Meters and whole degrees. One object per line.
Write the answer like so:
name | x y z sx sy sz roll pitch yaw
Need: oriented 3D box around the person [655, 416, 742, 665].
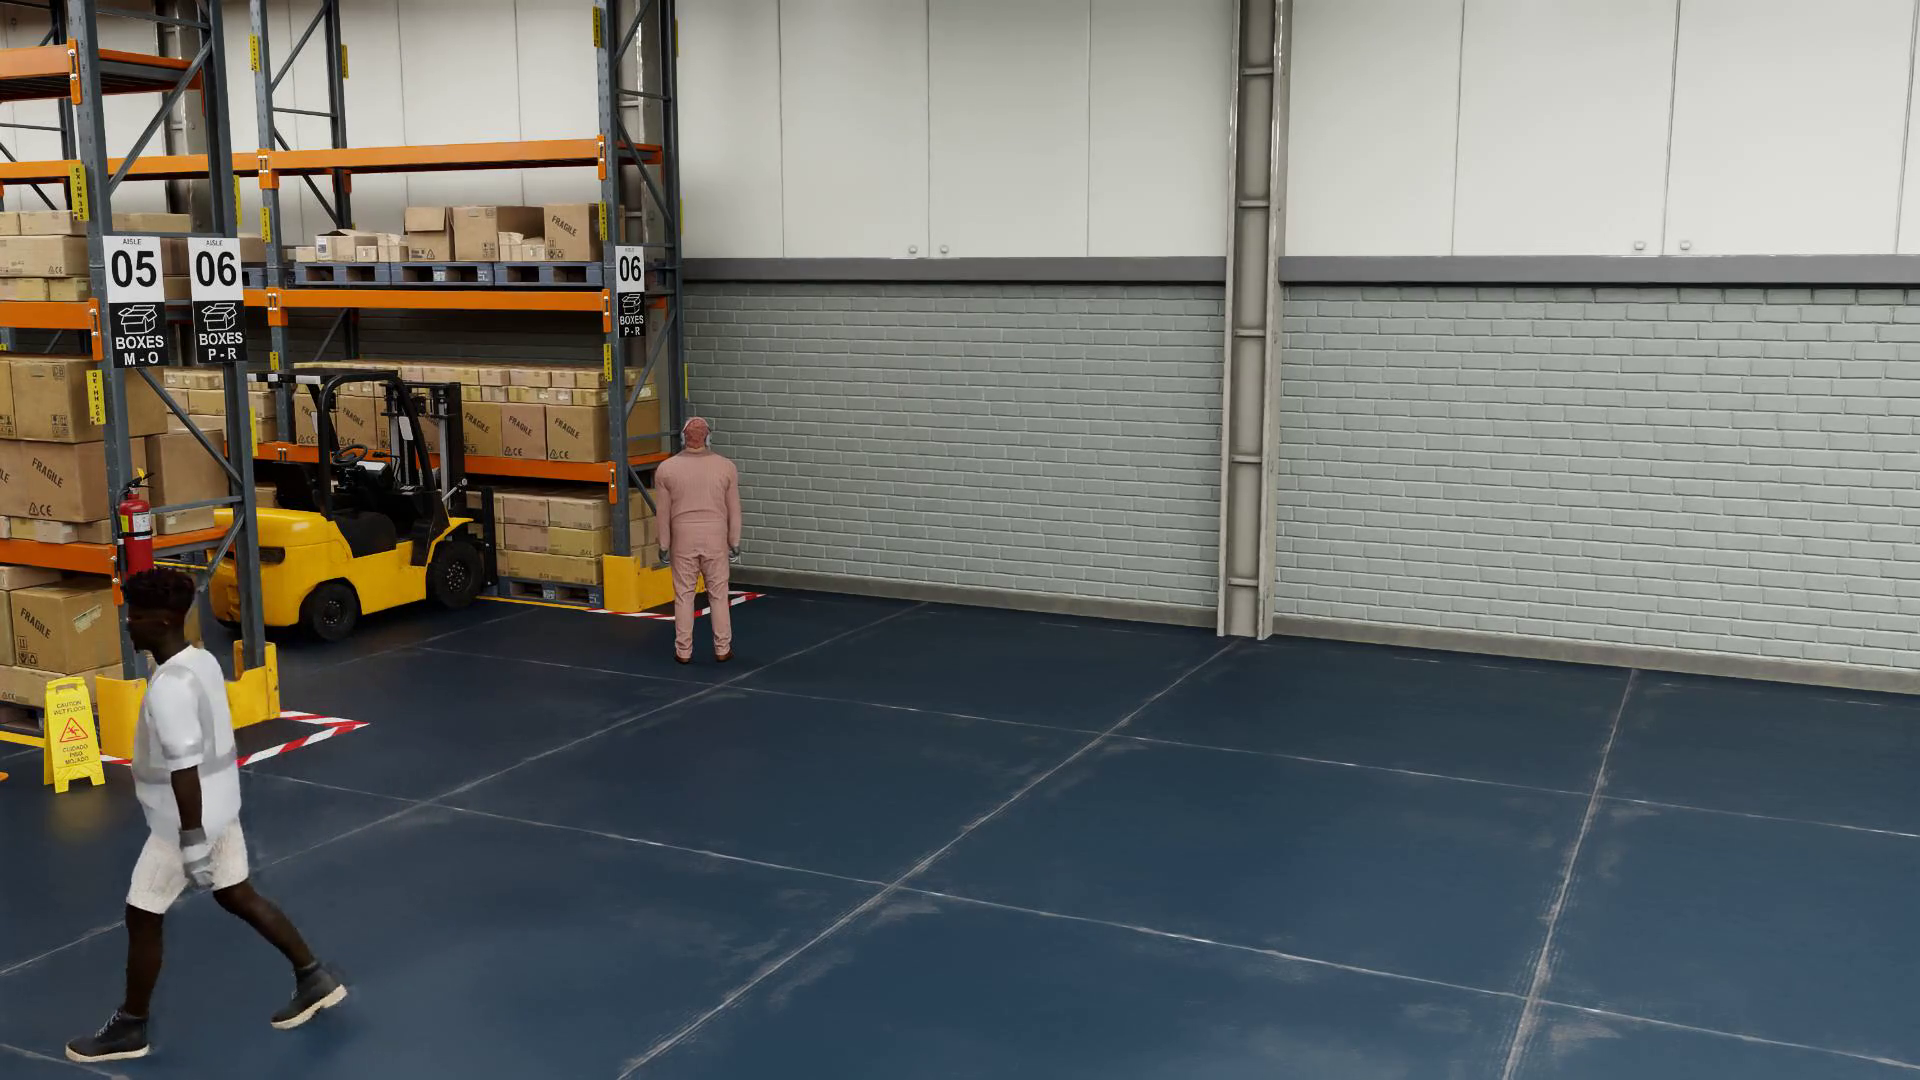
person | -2.004 0.005 12.788 0.651 1.913 0.410 -2 9 -10

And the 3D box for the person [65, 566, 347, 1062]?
person | -2.932 1.039 6.445 0.997 1.924 0.623 -2 9 -11
